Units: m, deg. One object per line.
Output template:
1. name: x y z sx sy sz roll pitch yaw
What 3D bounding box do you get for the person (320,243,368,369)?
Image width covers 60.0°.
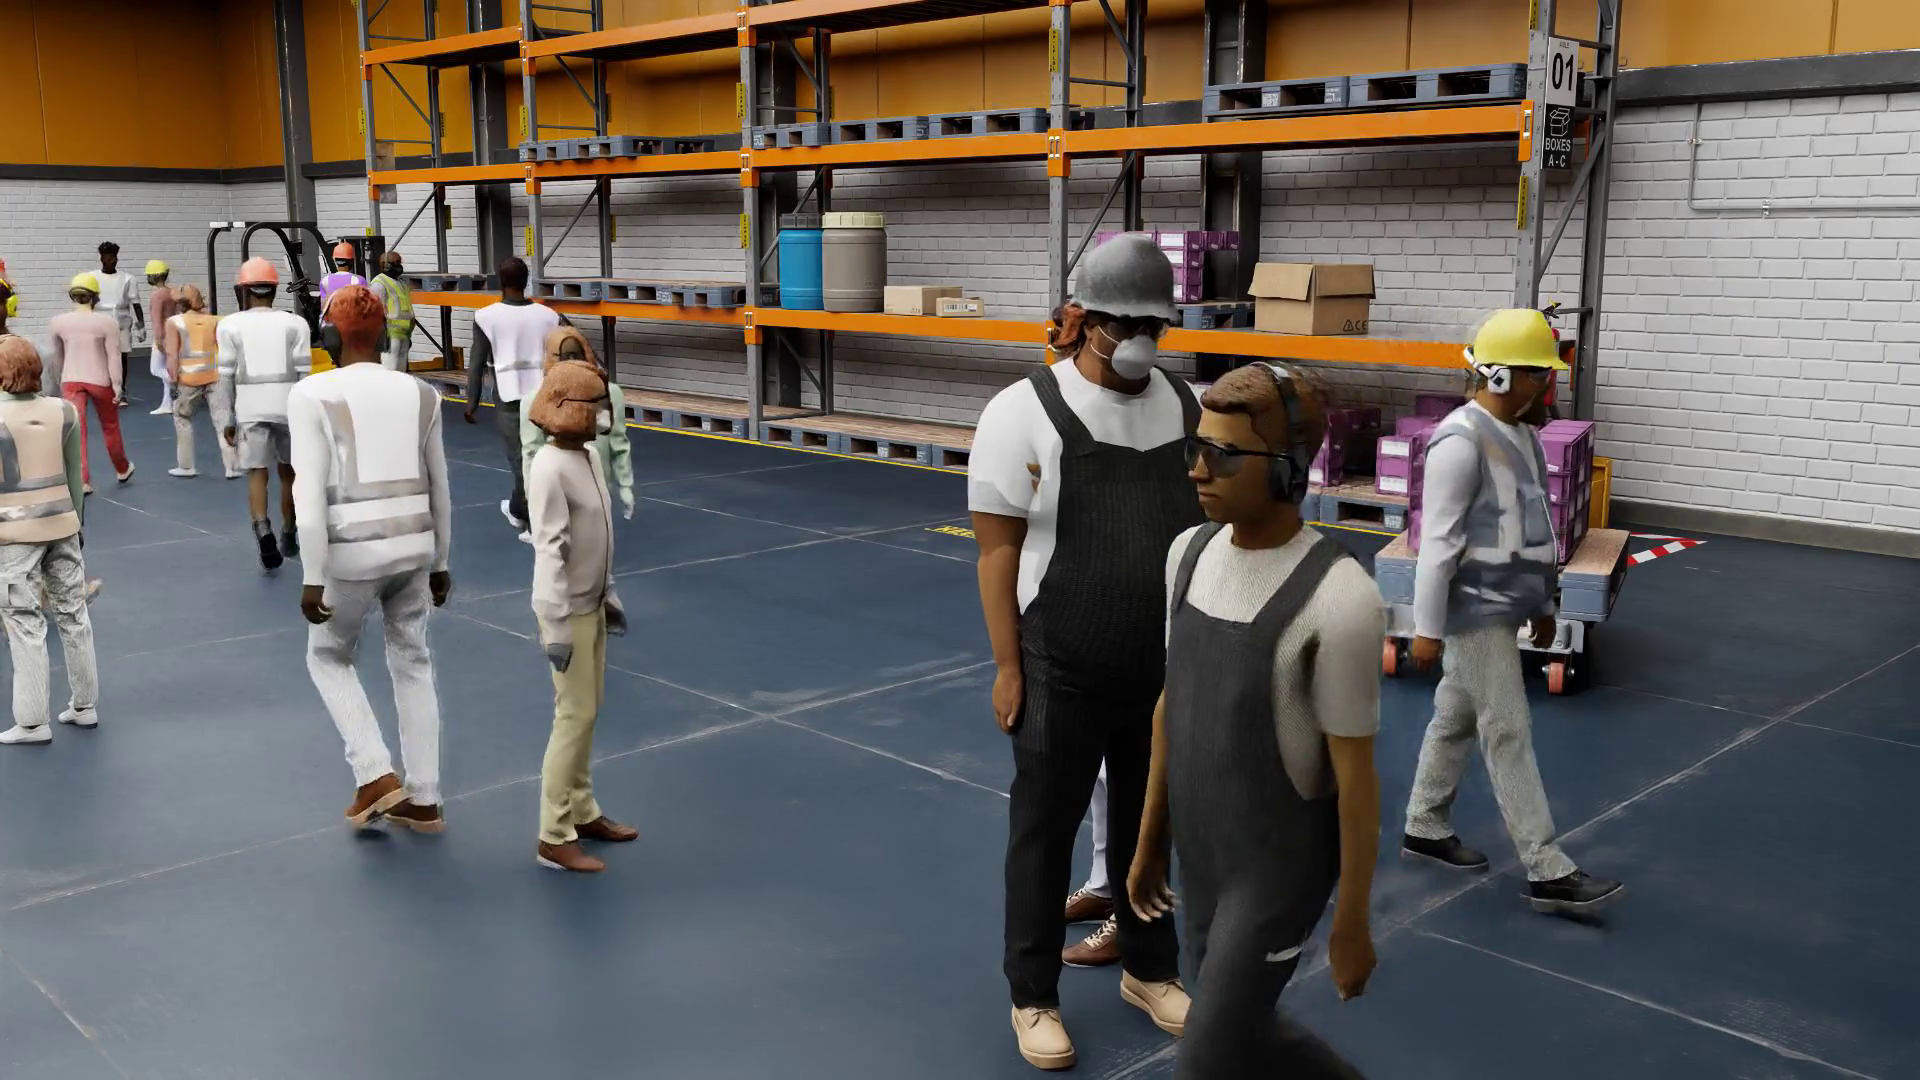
1. person: -6.809 -2.329 18.527 0.547 1.938 0.359 0 10 2

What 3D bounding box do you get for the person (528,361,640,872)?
1. person: -1.222 0.240 5.378 0.293 1.634 0.529 0 10 2

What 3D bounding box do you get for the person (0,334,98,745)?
1. person: -3.707 -0.001 6.636 0.309 1.644 0.511 4 11 21

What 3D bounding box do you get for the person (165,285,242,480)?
1. person: -6.313 -1.299 13.795 0.622 1.615 0.585 9 14 40

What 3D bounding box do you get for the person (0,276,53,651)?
1. person: -4.677 -0.381 8.137 0.532 1.847 0.418 -2 11 -9

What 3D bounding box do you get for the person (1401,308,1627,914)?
1. person: 1.718 0.212 5.045 0.806 1.796 0.624 8 13 36

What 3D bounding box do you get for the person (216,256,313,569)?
1. person: -4.245 -0.779 10.206 0.543 1.903 0.873 -4 11 -21

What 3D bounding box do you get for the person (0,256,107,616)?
1. person: -5.016 -0.531 8.604 1.069 1.976 0.629 -1 10 -6

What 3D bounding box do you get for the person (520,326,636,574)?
1. person: -1.821 -0.209 7.855 0.507 1.610 0.627 -6 12 -30

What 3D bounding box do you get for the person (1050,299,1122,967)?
1. person: 0.398 0.256 4.628 0.312 1.864 0.532 -2 11 -10

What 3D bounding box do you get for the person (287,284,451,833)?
1. person: -1.972 0.077 5.620 0.487 1.857 0.602 9 13 39

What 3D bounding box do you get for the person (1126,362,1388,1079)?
1. person: 0.572 0.579 3.012 0.857 1.823 0.520 -5 11 -25

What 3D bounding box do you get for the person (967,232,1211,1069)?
1. person: 0.392 0.267 4.090 0.682 2.000 0.538 -5 11 -24

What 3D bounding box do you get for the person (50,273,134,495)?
1. person: -6.877 -1.238 13.169 0.535 1.715 0.928 -2 11 -12

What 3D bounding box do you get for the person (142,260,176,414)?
1. person: -8.912 -2.274 18.735 0.550 1.753 0.534 0 10 -2

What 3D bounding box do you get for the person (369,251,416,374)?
1. person: -6.272 -2.274 18.482 0.429 1.846 0.626 1 10 6

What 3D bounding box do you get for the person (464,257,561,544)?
1. person: -3.003 -0.940 11.139 0.596 1.874 0.971 -9 13 -39

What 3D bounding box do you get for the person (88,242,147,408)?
1. person: -9.905 -2.513 19.518 0.634 1.932 0.811 -8 13 -36

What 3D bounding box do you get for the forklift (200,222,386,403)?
1. forklift: -8.169 -2.758 20.163 2.313 2.155 1.214 -10 14 -44
